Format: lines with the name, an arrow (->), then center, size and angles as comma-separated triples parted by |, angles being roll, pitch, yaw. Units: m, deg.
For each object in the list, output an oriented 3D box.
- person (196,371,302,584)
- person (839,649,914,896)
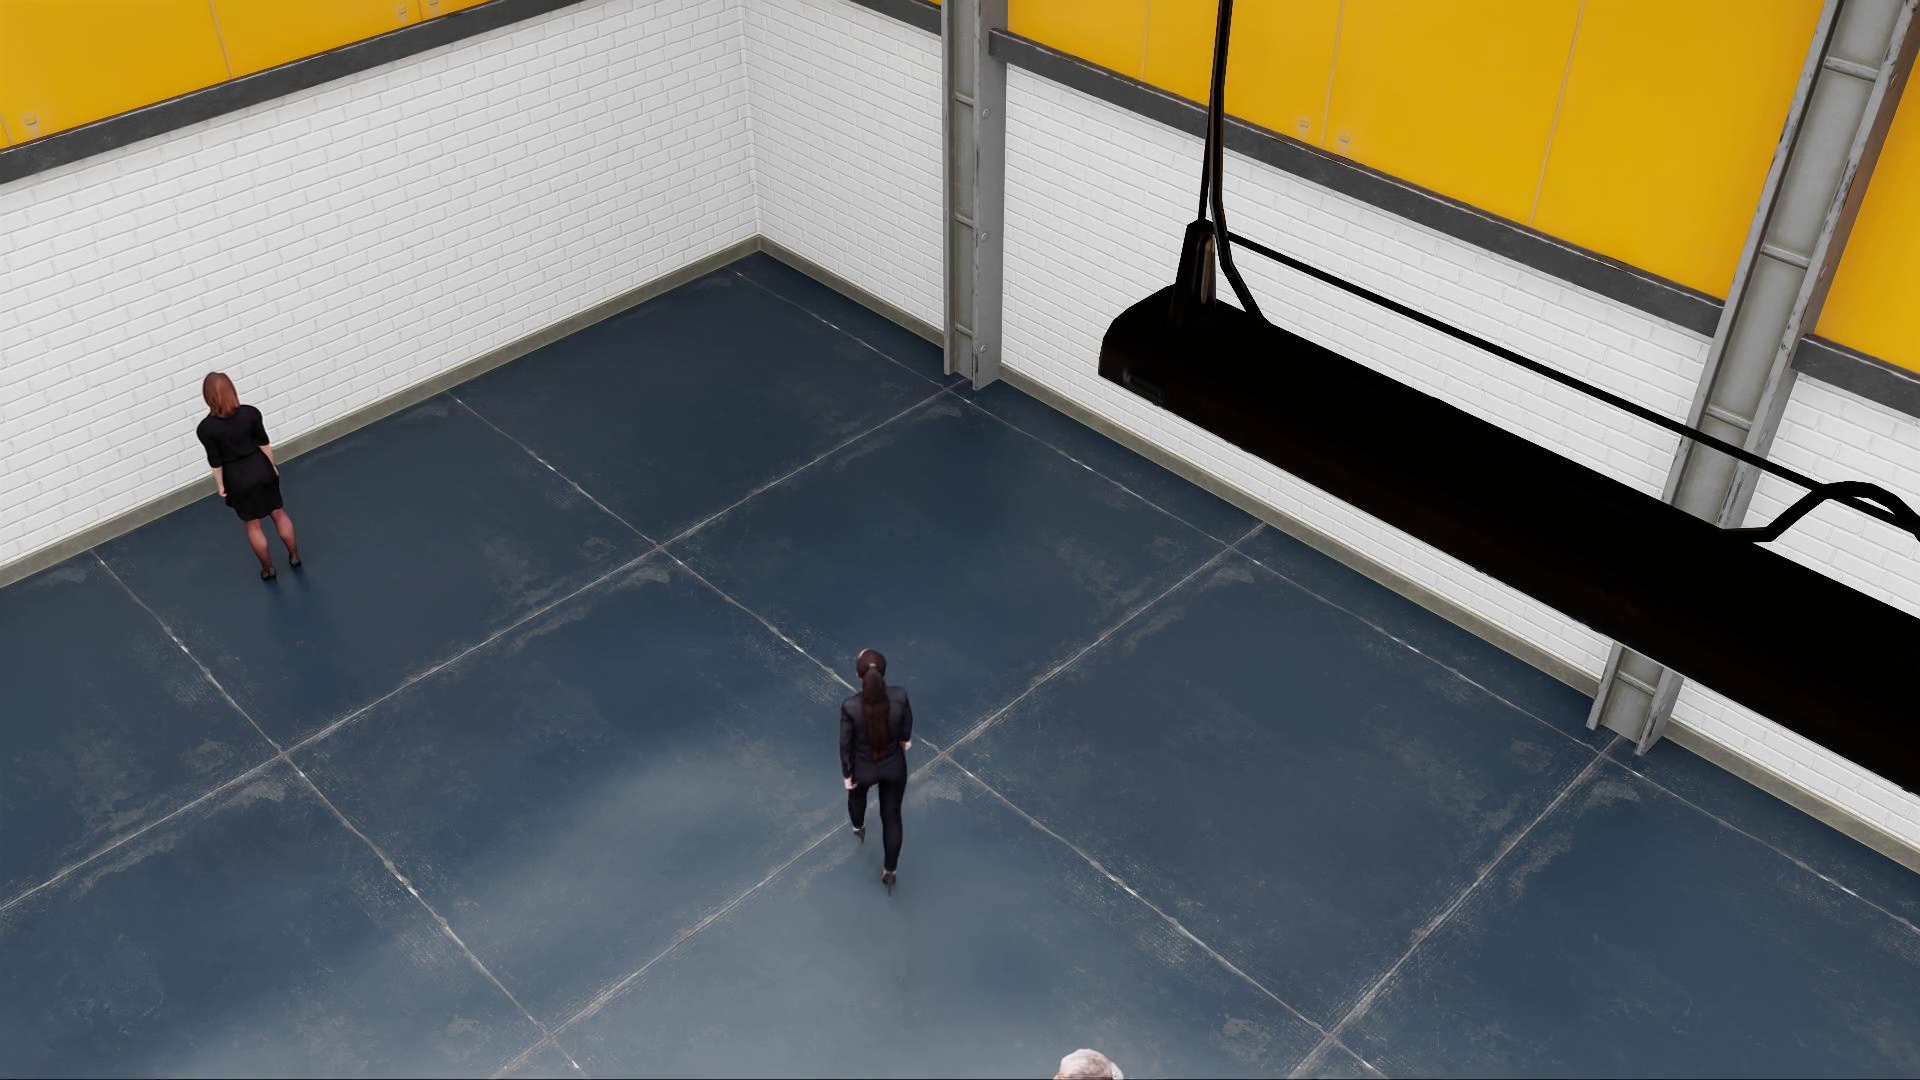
person -> -4.953, -0.428, 11.585 | 0.601, 1.705, 0.513 | -28, 46, -30
person -> -0.435, 1.351, 9.372 | 0.832, 1.686, 0.940 | -7, 39, -9
